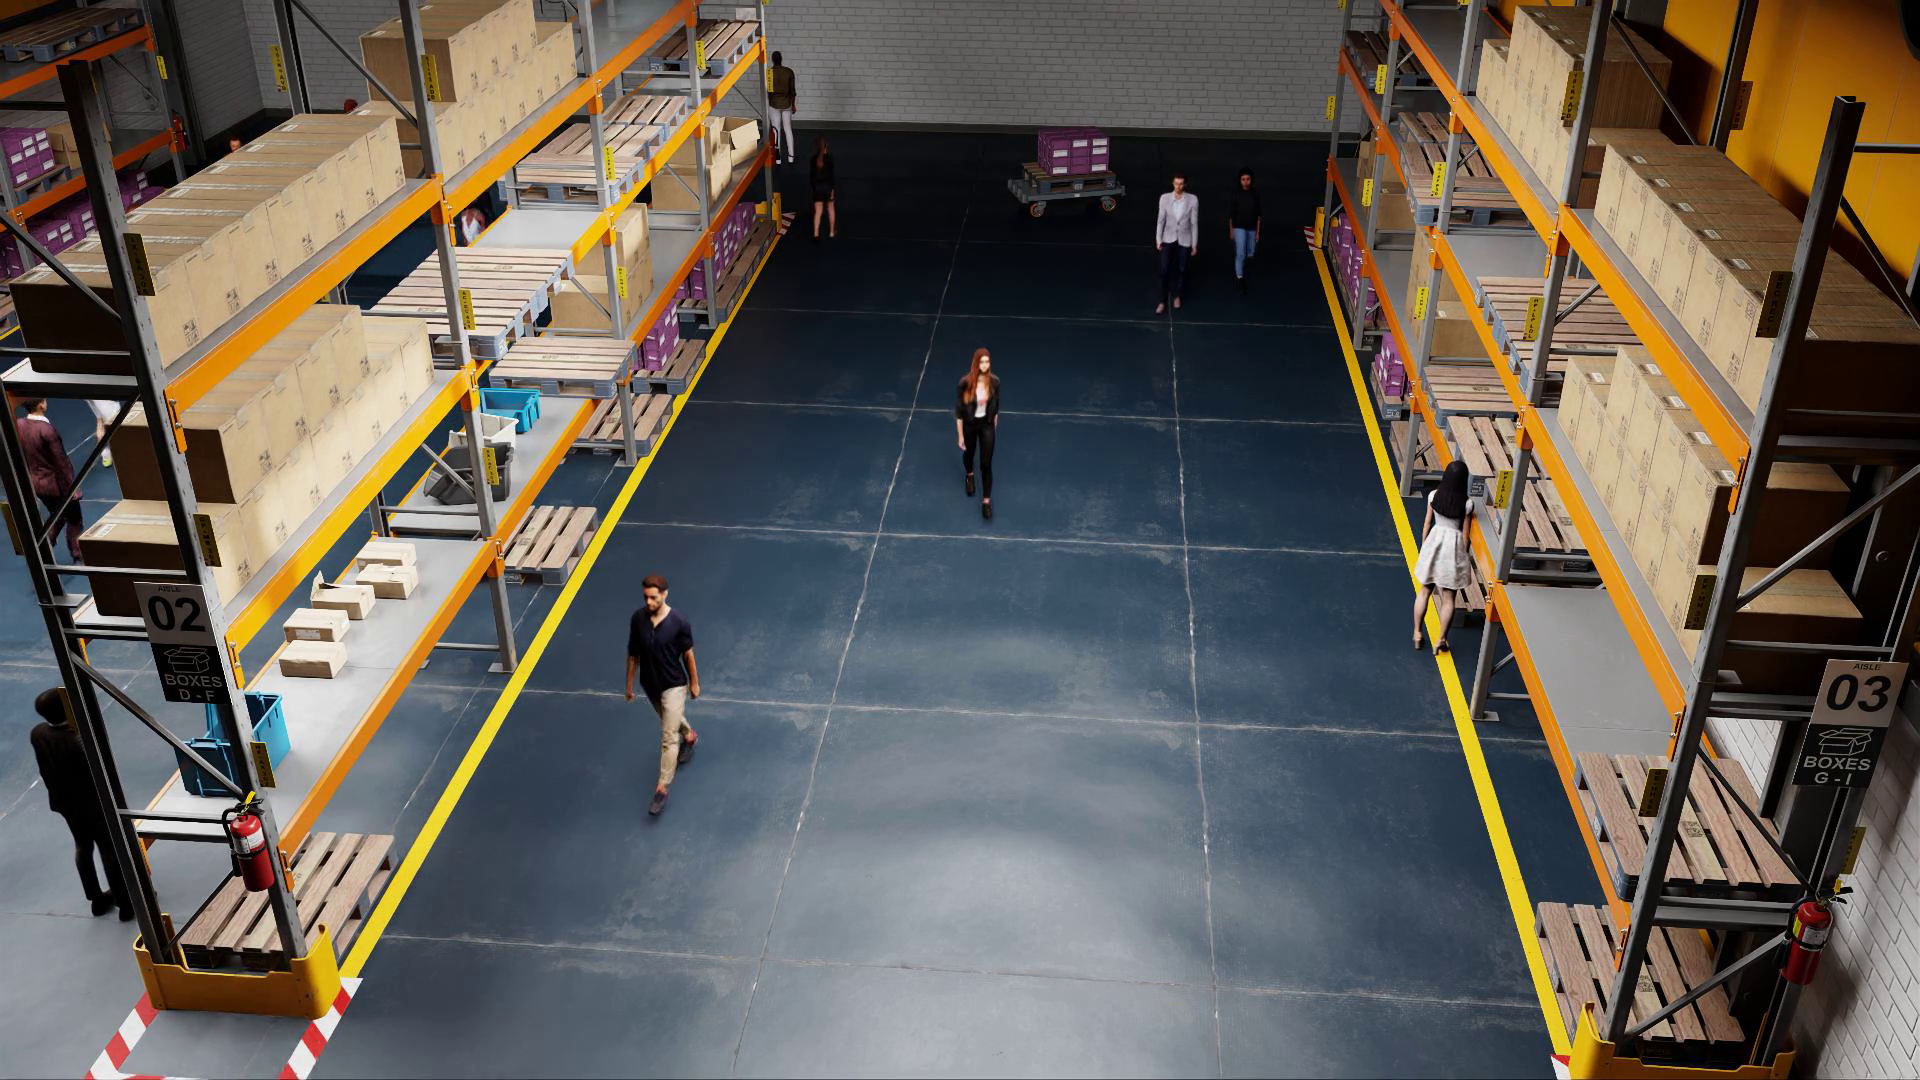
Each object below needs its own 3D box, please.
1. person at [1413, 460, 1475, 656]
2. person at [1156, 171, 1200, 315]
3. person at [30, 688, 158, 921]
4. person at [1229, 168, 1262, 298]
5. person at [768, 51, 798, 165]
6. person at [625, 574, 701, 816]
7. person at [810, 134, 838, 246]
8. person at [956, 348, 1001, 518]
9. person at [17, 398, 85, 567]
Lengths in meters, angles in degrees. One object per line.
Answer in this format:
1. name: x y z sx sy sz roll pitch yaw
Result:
1. person: 4.110 0.145 14.115 0.776 1.769 0.799 18 34 30
2. person: 2.811 -3.877 21.429 0.739 1.826 0.869 4 29 8
3. person: -5.850 1.765 11.114 0.711 1.799 0.652 10 30 17
4. person: 3.737 -4.108 22.005 0.706 1.680 0.999 -4 29 -7
5. person: -2.956 -7.130 27.394 0.798 1.825 0.742 -9 30 -16
6. person: -2.176 1.035 12.437 0.828 1.814 1.248 8 30 14
7. person: -1.981 -4.994 23.785 0.544 1.531 0.969 2 29 4
8. person: 0.150 -1.136 16.581 0.766 1.657 1.232 -3 29 -6
9. person: -8.356 -0.490 15.196 0.825 1.849 0.933 9 30 17
